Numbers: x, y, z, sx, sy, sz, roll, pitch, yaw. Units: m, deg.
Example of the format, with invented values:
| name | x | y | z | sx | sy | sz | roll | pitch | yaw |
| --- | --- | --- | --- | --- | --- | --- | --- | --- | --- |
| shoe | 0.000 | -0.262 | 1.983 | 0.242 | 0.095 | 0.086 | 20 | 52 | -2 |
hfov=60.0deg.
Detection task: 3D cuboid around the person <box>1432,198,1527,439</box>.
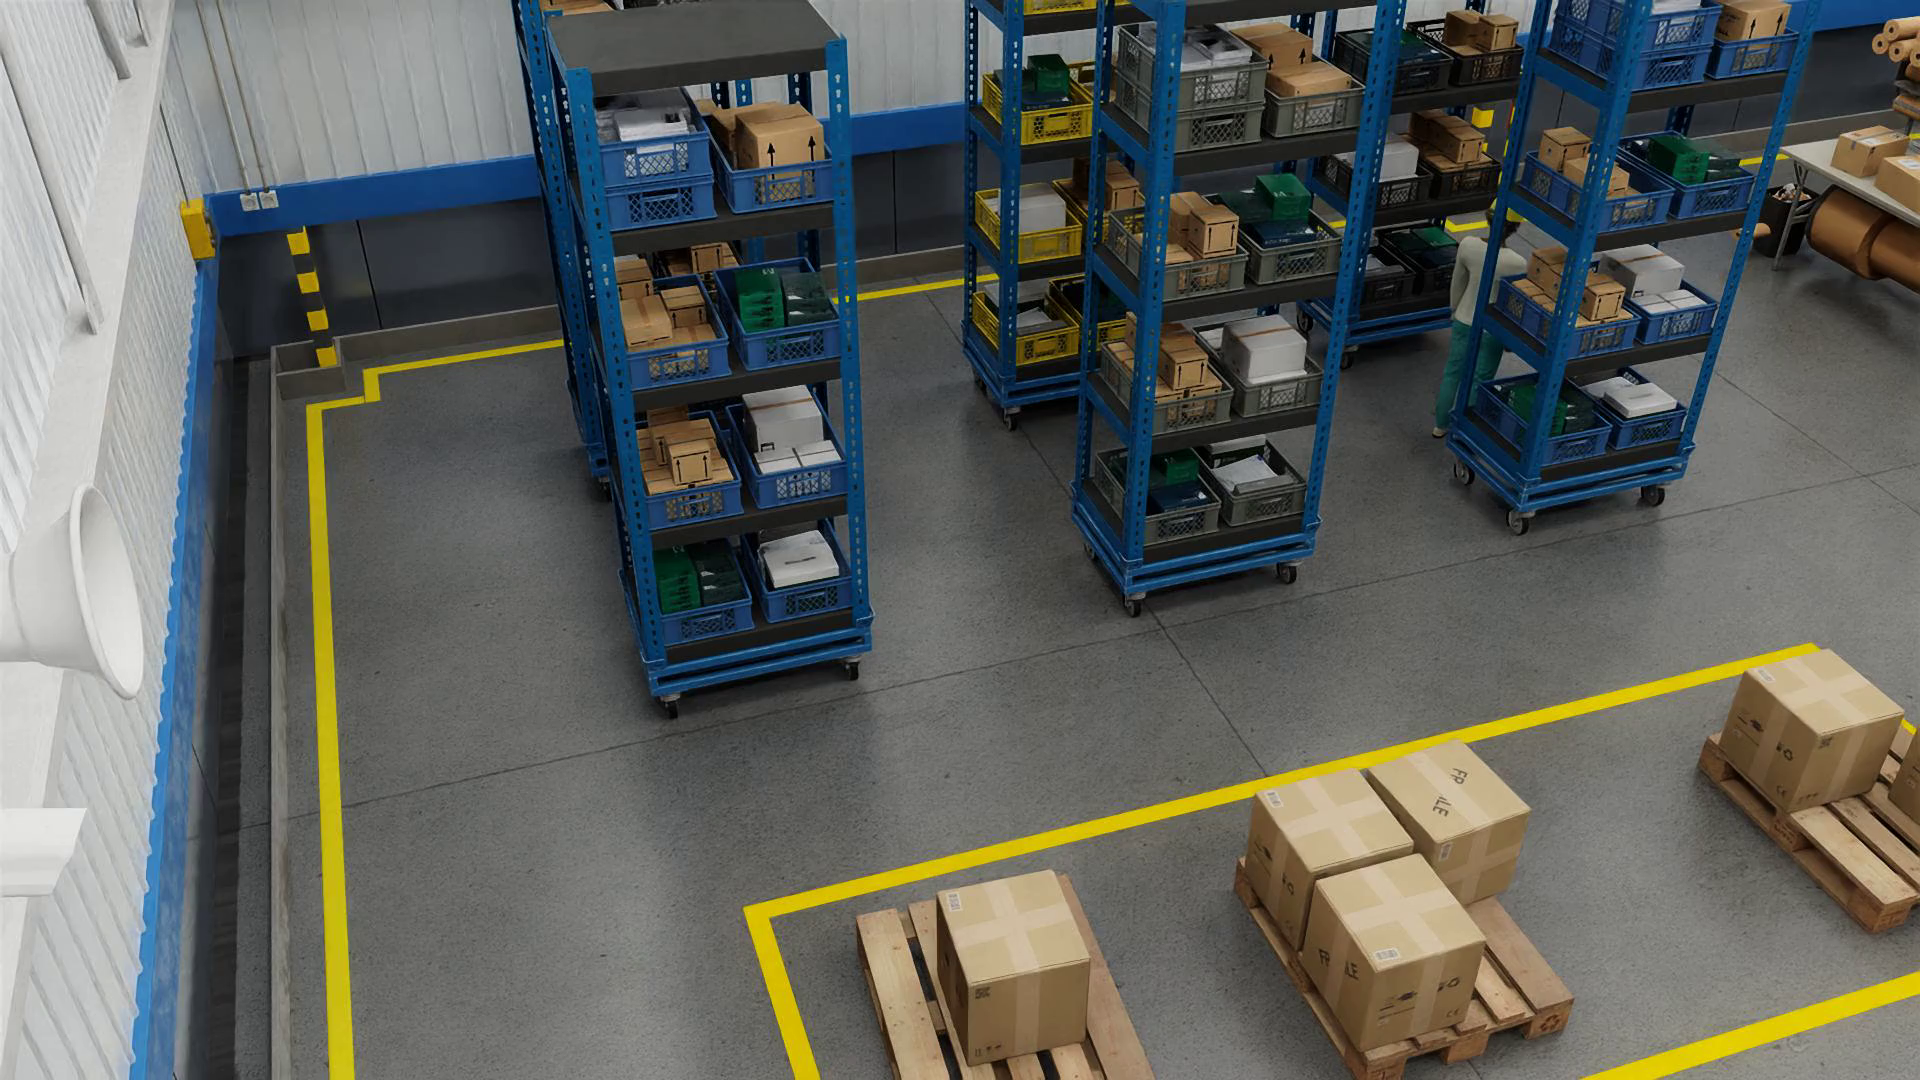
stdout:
| name | x | y | z | sx | sy | sz | roll | pitch | yaw |
| --- | --- | --- | --- | --- | --- | --- | --- | --- | --- |
| person | 3.382 | -1.398 | 10.744 | 0.325 | 1.760 | 0.524 | -24 | 42 | -30 |
